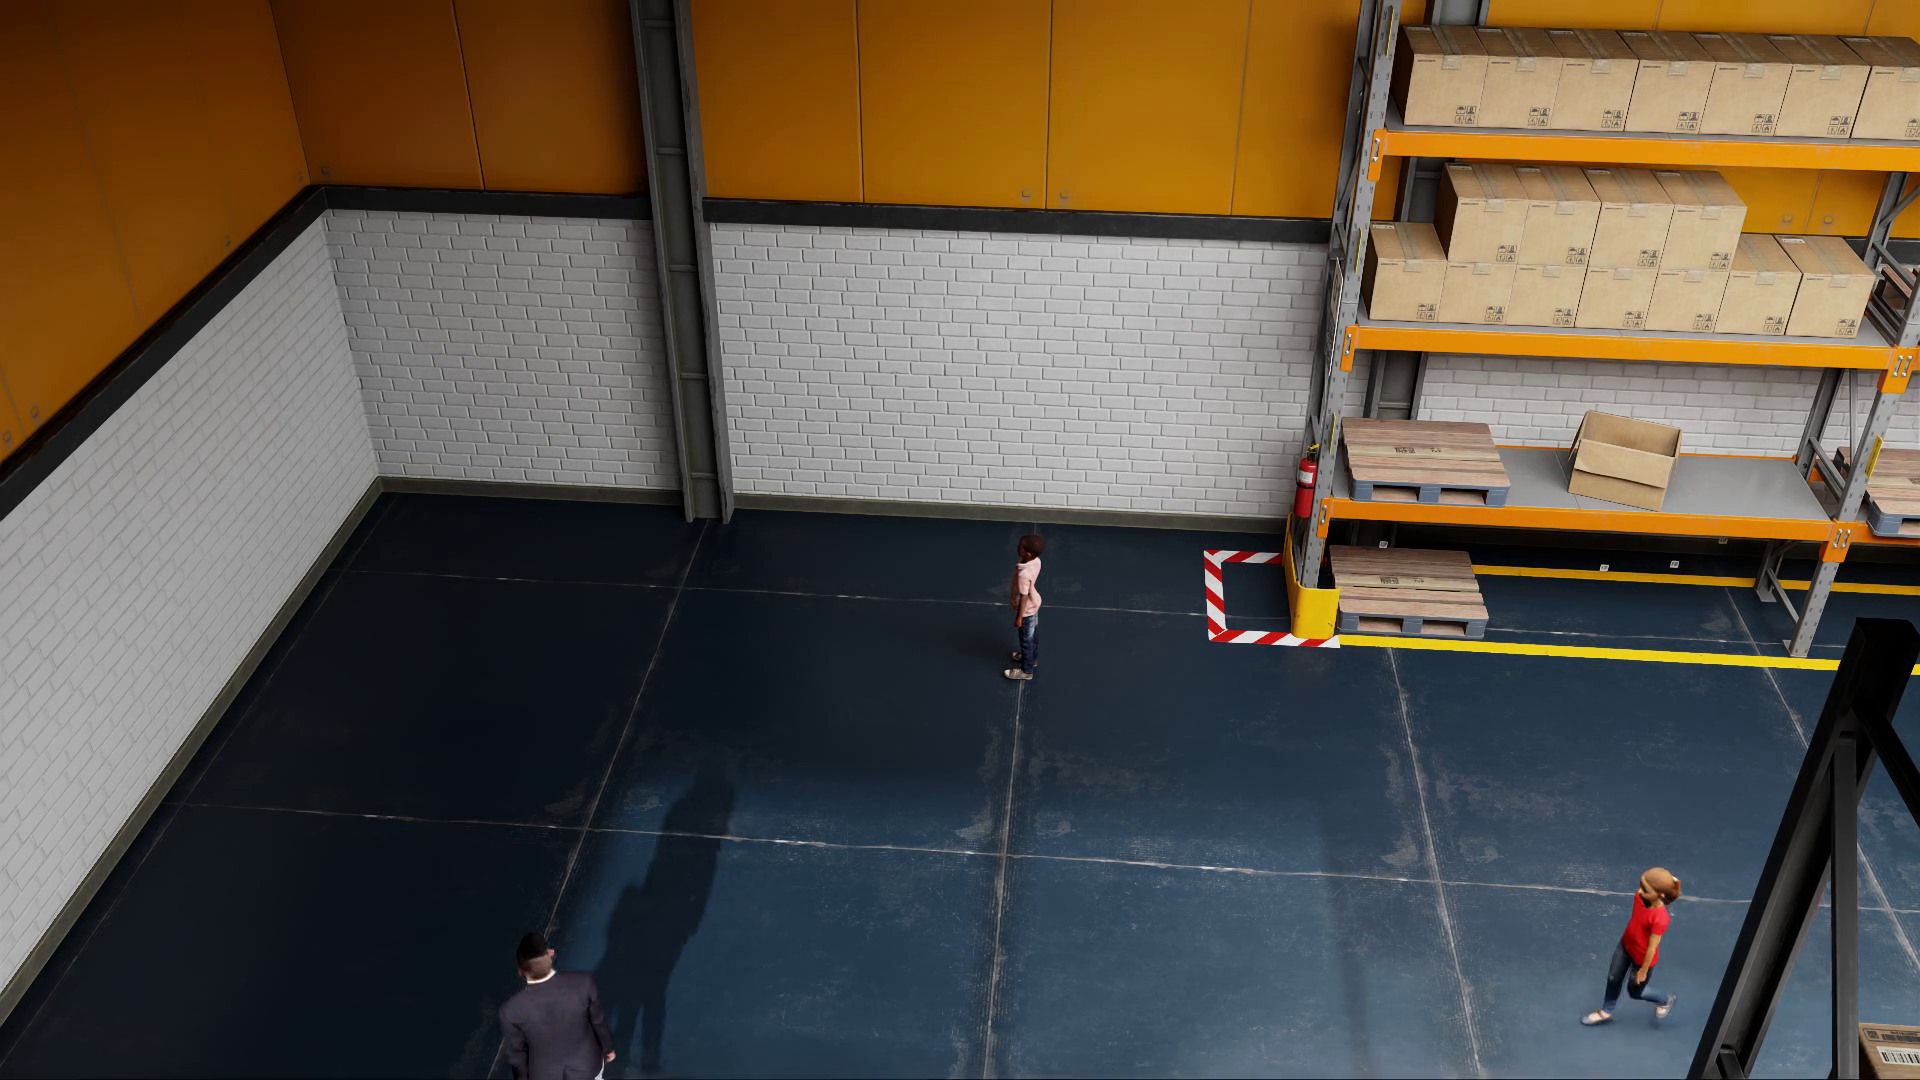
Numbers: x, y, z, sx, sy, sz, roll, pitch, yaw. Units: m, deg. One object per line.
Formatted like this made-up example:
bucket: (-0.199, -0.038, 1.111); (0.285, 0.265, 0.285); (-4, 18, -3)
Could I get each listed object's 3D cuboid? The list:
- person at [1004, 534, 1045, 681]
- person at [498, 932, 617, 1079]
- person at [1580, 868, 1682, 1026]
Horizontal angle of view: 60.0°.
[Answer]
person: (0.529, 0.511, 13.046); (0.543, 1.307, 0.550); (10, 35, 14)
person: (-2.099, 2.867, 8.928); (0.976, 1.941, 1.012); (-14, 36, -21)
person: (4.173, 2.496, 10.069); (0.824, 1.296, 0.606); (-5, 34, -8)
